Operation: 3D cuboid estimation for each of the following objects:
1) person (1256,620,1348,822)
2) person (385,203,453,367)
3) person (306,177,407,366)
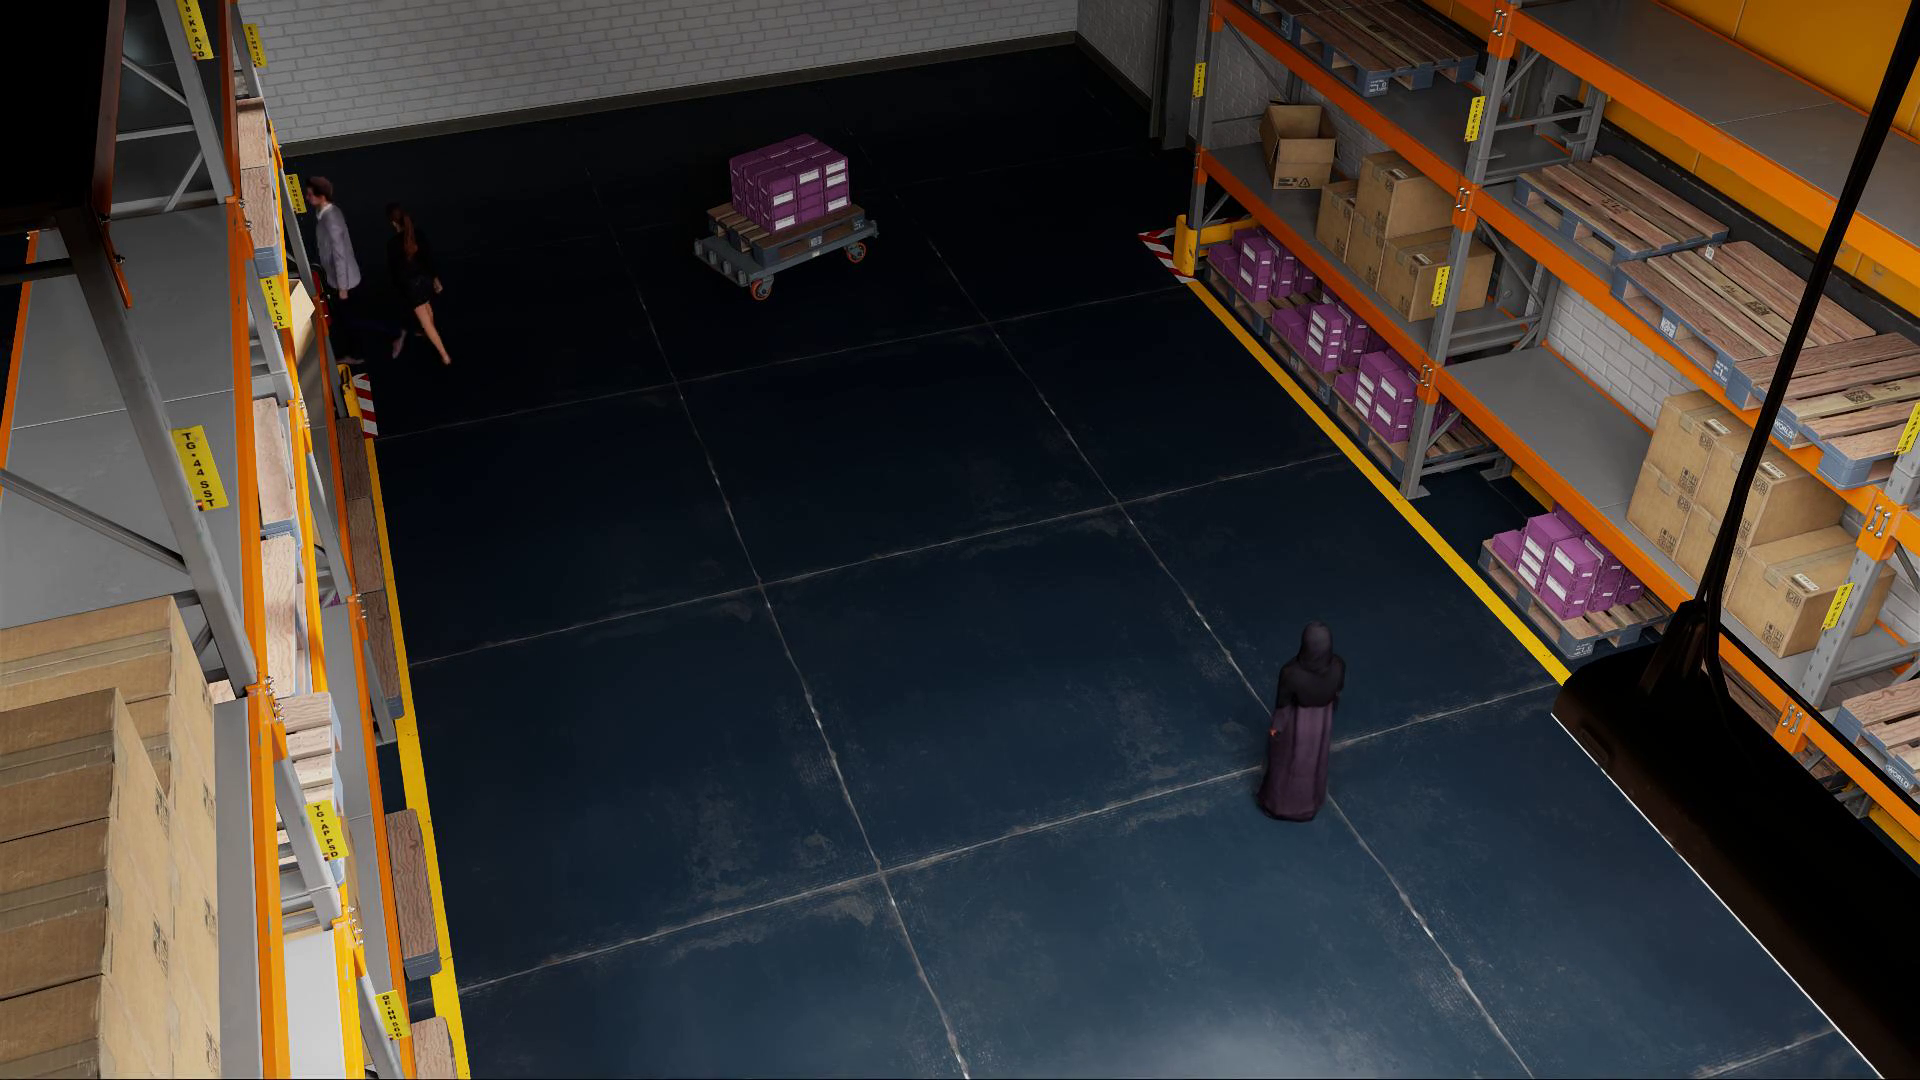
[{"bbox_3d":[2.160,1.127,10.456,0.637,1.613,0.632,-6,39,-8],"label":"person"},{"bbox_3d":[-4.798,-2.242,14.746,1.073,1.525,0.858,32,48,33],"label":"person"},{"bbox_3d":[-5.343,-2.334,14.609,0.778,1.840,0.885,-16,41,-19],"label":"person"}]
